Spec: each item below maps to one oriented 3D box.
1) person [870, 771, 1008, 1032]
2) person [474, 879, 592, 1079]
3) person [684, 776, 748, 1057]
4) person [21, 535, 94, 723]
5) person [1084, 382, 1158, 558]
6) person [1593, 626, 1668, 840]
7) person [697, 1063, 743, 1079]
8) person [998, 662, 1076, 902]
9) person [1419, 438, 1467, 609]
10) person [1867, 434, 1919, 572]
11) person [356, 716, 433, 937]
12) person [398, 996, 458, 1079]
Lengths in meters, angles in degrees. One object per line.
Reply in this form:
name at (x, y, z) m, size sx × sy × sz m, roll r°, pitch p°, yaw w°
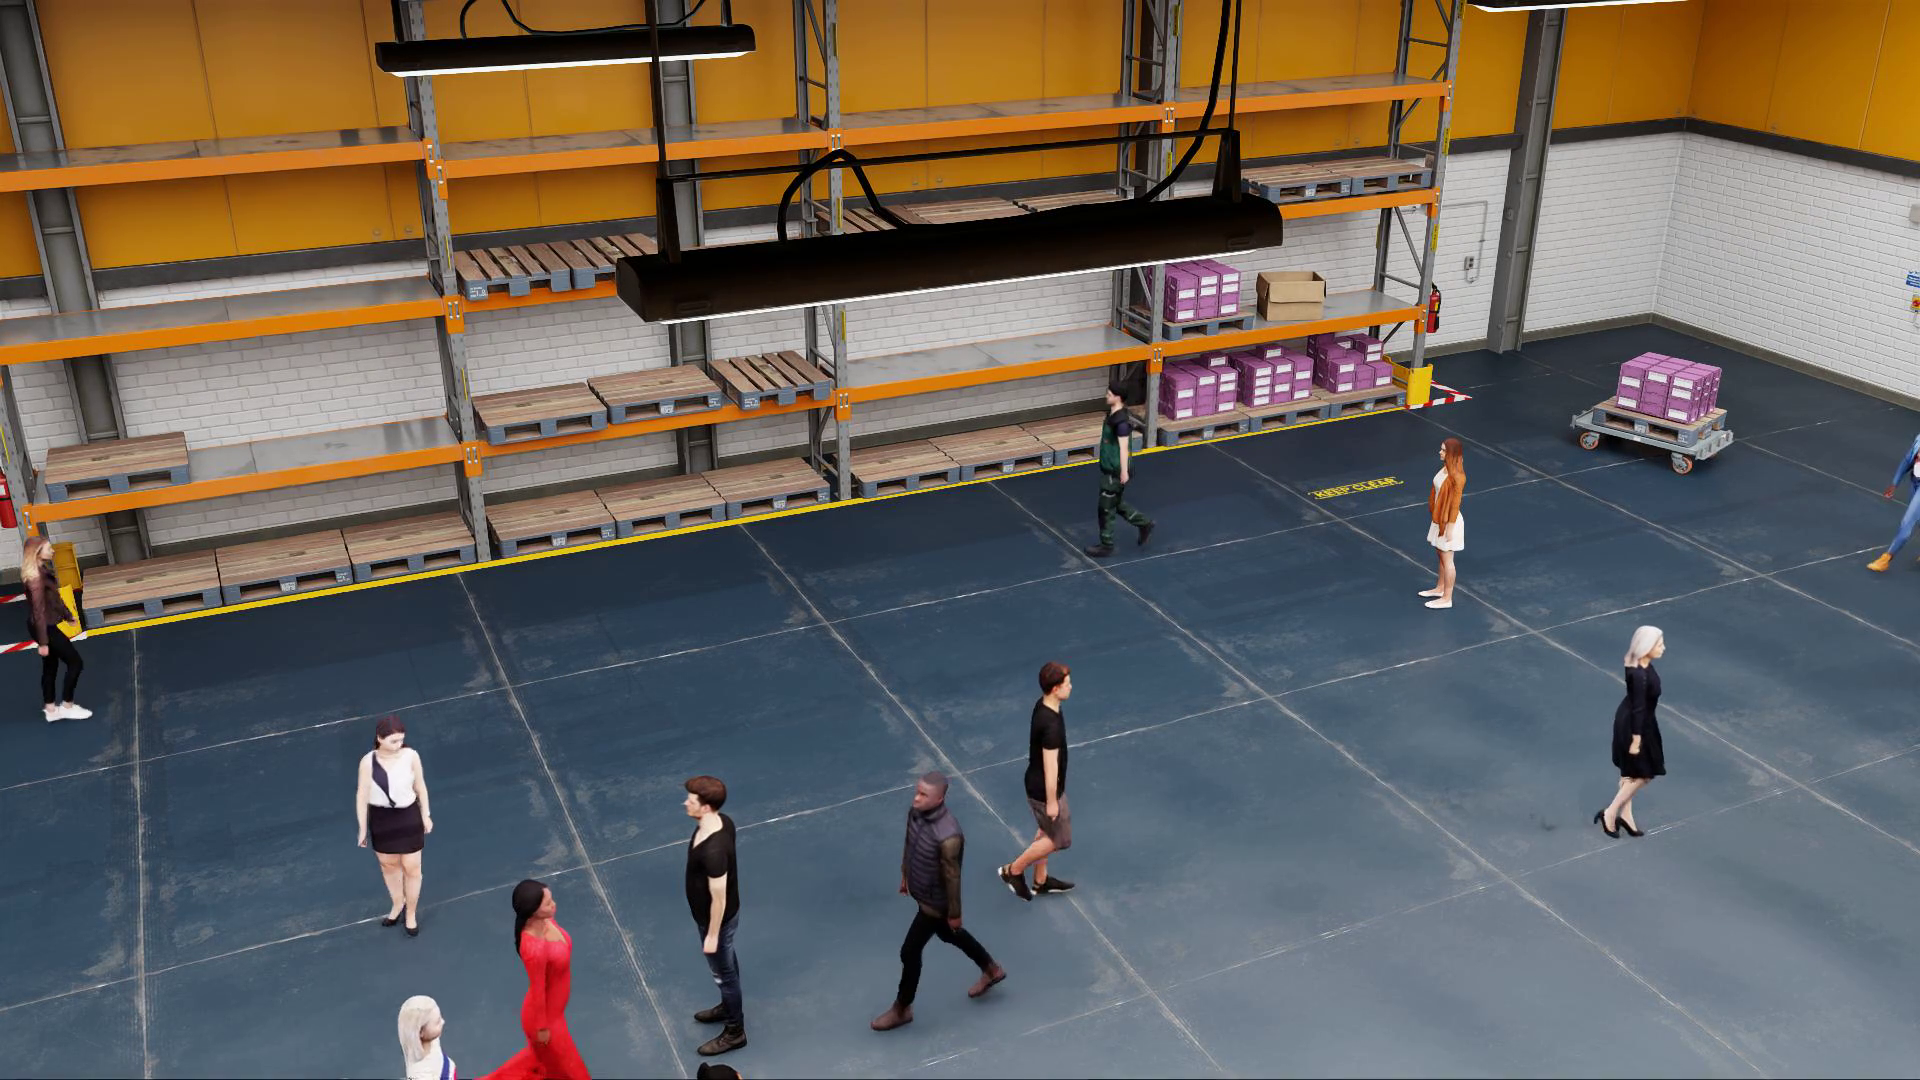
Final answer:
person at (-0.084, 2.215, 10.386) m, size 1.185 × 1.789 × 0.736 m, roll -9°, pitch 25°, yaw -20°
person at (-2.408, 2.676, 9.363) m, size 1.093 × 1.764 × 0.806 m, roll -3°, pitch 24°, yaw -7°
person at (-1.478, 2.265, 10.139) m, size 0.668 × 1.896 × 0.734 m, roll -4°, pitch 24°, yaw -8°
person at (-7.678, 0.773, 13.814) m, size 0.670 × 1.686 × 0.656 m, roll -15°, pitch 28°, yaw -31°
person at (1.678, -0.725, 16.995) m, size 1.106 × 1.884 × 0.925 m, roll 0°, pitch 24°, yaw -1°
person at (4.924, 1.413, 12.281) m, size 0.821 × 1.742 × 0.767 m, roll 6°, pitch 24°, yaw 14°
person at (-1.116, 3.248, 8.186) m, size 0.626 × 1.660 × 0.643 m, roll -1°, pitch 24°, yaw -3°
person at (0.517, 1.693, 11.506) m, size 0.921 × 1.849 × 0.844 m, roll 0°, pitch 24°, yaw -1°
person at (4.688, -0.180, 15.956) m, size 0.700 × 1.717 × 0.689 m, roll 0°, pitch 24°, yaw 0°
person at (9.743, -0.475, 16.701) m, size 1.253 × 1.661 × 0.752 m, roll -6°, pitch 24°, yaw -14°
person at (-3.851, 1.914, 11.267) m, size 0.592 × 1.636 × 0.736 m, roll 0°, pitch 24°, yaw 0°
person at (-2.733, 3.065, 8.440) m, size 0.856 × 1.791 × 0.745 m, roll -6°, pitch 24°, yaw -14°
